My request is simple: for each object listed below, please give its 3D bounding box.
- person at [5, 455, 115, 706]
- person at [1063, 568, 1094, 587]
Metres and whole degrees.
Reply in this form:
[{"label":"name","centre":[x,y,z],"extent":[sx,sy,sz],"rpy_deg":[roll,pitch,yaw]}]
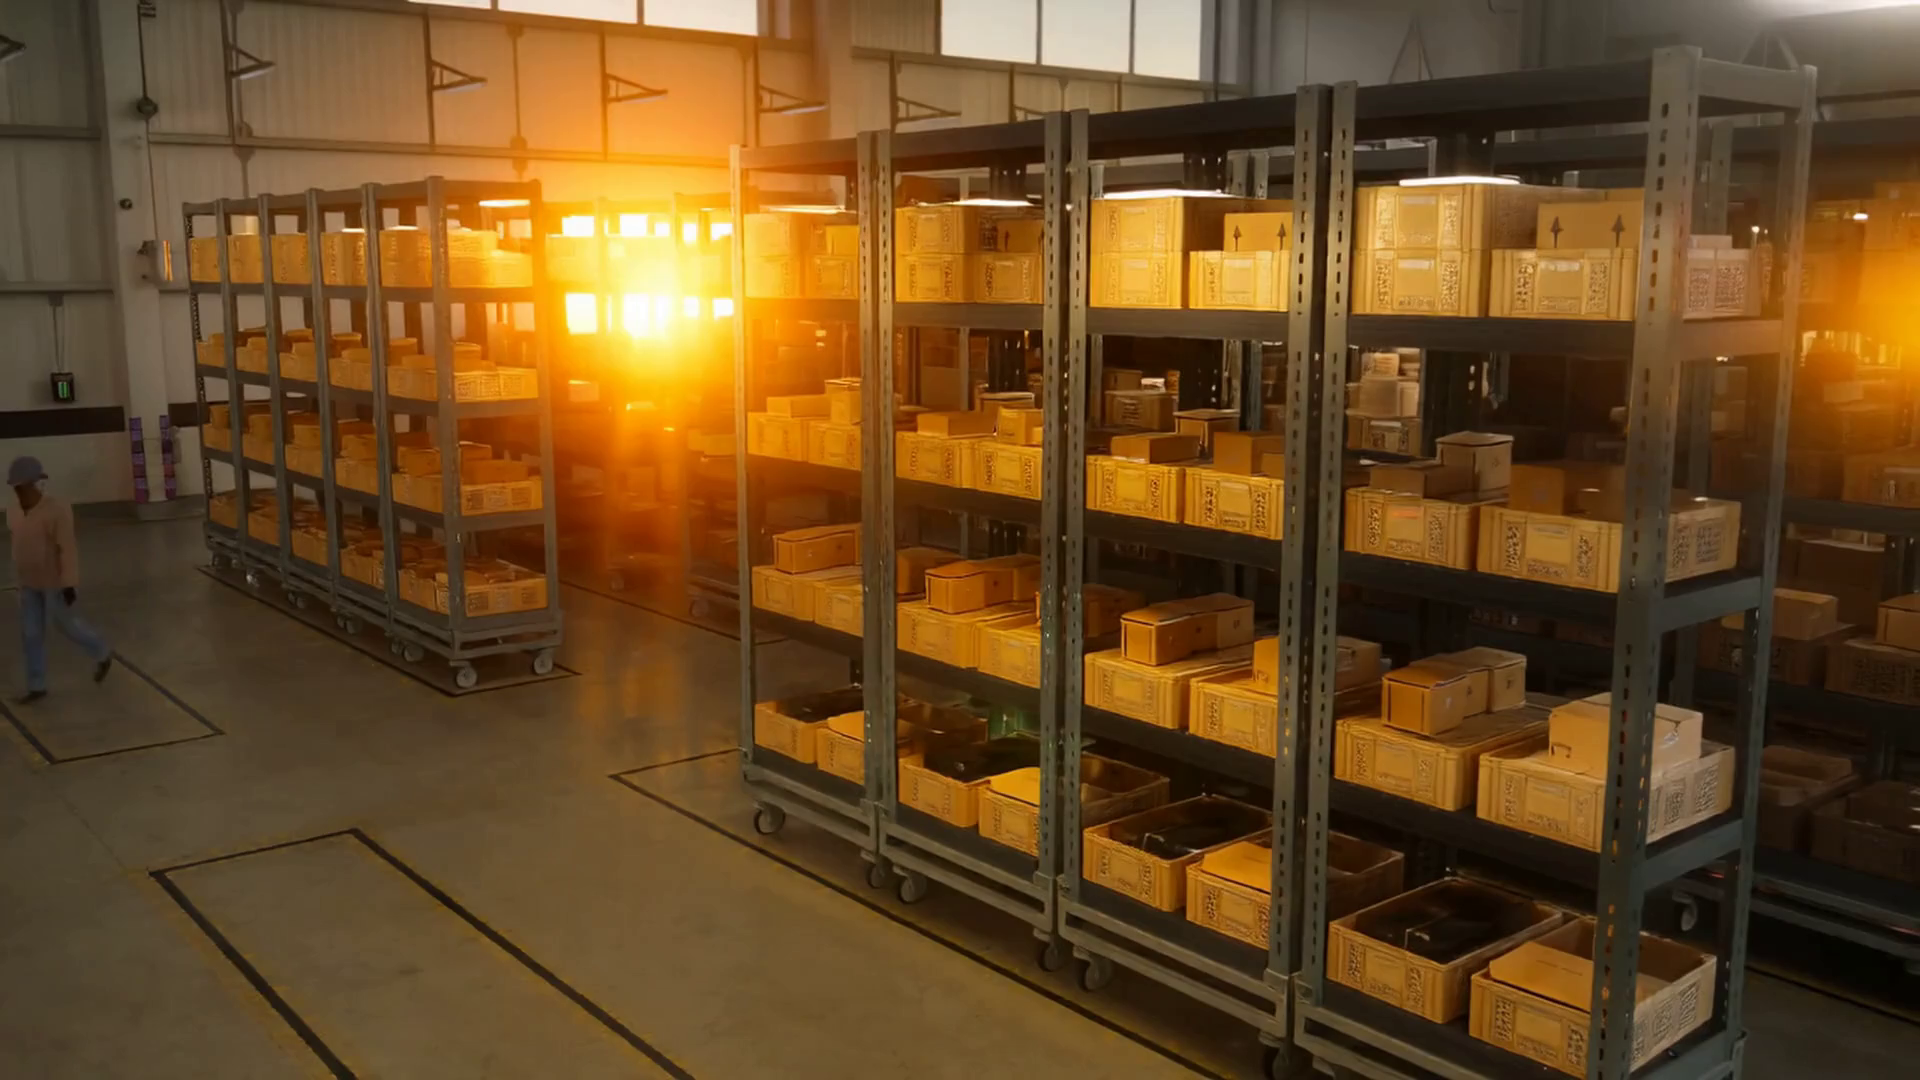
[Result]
[{"label":"person","centre":[-6.313,0.243,11.599],"extent":[0.573,1.726,0.748],"rpy_deg":[3,10,15]},{"label":"person","centre":[0.977,-0.182,13.811],"extent":[0.395,1.839,0.564],"rpy_deg":[-7,12,-37]}]
